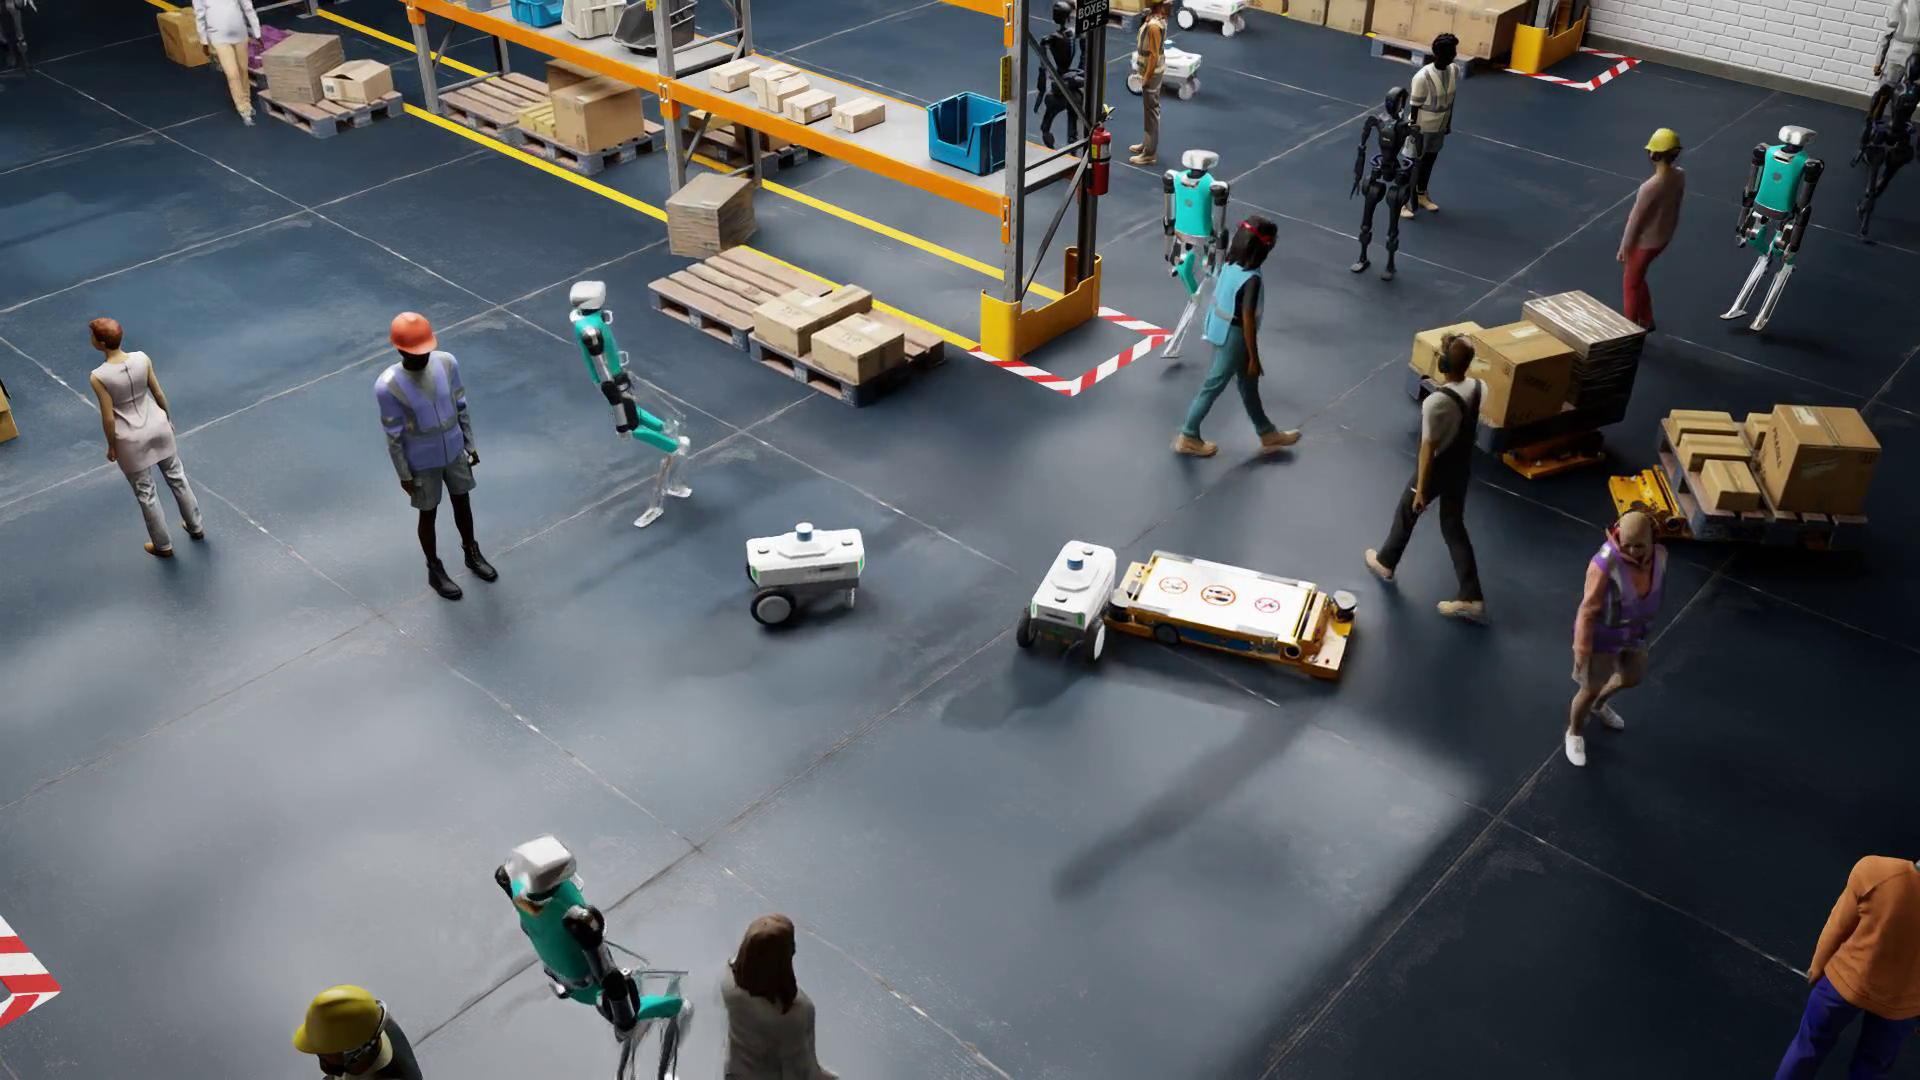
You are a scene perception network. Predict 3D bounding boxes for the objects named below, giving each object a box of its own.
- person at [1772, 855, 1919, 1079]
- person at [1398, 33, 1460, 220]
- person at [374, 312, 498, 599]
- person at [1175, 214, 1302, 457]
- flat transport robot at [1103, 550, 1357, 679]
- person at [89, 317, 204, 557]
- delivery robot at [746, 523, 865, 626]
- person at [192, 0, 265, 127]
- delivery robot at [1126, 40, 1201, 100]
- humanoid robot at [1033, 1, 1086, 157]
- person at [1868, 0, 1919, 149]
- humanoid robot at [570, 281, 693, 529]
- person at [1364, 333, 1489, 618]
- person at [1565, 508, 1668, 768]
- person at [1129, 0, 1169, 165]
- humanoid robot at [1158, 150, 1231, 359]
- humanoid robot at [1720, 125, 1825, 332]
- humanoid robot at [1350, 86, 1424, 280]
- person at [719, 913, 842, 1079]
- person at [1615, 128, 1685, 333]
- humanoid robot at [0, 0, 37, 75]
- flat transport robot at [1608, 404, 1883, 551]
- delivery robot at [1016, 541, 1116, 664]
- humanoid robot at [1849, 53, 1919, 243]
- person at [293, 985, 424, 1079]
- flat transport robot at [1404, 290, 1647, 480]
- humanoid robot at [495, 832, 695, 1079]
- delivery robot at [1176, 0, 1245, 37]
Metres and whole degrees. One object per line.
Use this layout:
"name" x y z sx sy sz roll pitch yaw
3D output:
"person" 3.719 1.789 6.725 0.515 1.973 0.401 20 39 26
"person" 4.222 -3.729 14.963 0.534 1.693 0.321 -20 39 -27
"person" -3.180 -0.518 10.105 0.385 1.929 0.543 28 44 35
"person" 1.977 -1.367 11.415 0.937 1.815 0.587 0 35 0
"flat transport robot" 1.655 0.440 10.173 1.431 0.231 0.659 12 36 17
"person" -5.191 -0.657 10.532 0.274 1.659 0.460 21 40 27
"delivery robot" -0.985 0.171 10.324 0.781 0.610 0.524 -6 35 -8
"person" -7.378 -5.093 16.904 0.583 1.715 0.832 -26 42 -32
"delivery robot" 2.206 -5.086 17.906 0.756 0.571 0.499 14 37 20
"humanoid robot" 0.988 -4.264 15.747 0.588 1.643 0.362 -22 40 -28
"person" 9.151 -4.633 16.071 0.546 1.924 0.386 13 37 19
"humanoid robot" -2.013 -0.904 10.813 0.835 1.755 0.628 -7 35 -11
"person" 2.938 -0.387 10.043 0.537 1.798 0.917 -16 38 -22
"person" 3.480 0.488 8.877 0.607 1.657 0.450 -11 36 -16
"person" 1.826 -4.513 16.020 0.305 1.778 0.462 4 35 6
"humanoid robot" 1.885 -2.203 12.735 0.541 1.754 1.022 22 40 29
"humanoid robot" 6.415 -2.466 12.973 0.735 1.677 0.533 -25 42 -31
"humanoid robot" 3.572 -2.990 13.903 0.616 1.650 0.325 21 40 28
"person" -0.784 2.117 6.542 0.497 1.622 0.818 23 41 30
"person" 5.293 -2.318 12.855 0.548 1.748 0.374 -22 40 -29
"humanoid robot" -10.474 -5.941 18.182 0.601 1.647 0.418 -16 38 -22
"flat transport robot" 5.152 -0.216 11.123 1.431 0.231 0.659 4 35 5
"delivery robot" 0.684 0.339 10.055 0.499 0.581 0.768 13 37 17
"humanoid robot" 8.225 -3.498 14.699 0.584 1.641 0.816 7 35 9
"person" -2.106 2.286 6.122 0.404 1.831 0.599 -18 39 -24
"flat transport robot" 3.980 -0.917 12.139 0.659 0.231 1.431 -14 37 -19
"humanoid robot" -1.415 1.778 6.937 0.536 1.768 0.800 24 41 30
"delivery robot" 2.980 -6.305 19.703 0.794 0.606 0.499 22 40 28
